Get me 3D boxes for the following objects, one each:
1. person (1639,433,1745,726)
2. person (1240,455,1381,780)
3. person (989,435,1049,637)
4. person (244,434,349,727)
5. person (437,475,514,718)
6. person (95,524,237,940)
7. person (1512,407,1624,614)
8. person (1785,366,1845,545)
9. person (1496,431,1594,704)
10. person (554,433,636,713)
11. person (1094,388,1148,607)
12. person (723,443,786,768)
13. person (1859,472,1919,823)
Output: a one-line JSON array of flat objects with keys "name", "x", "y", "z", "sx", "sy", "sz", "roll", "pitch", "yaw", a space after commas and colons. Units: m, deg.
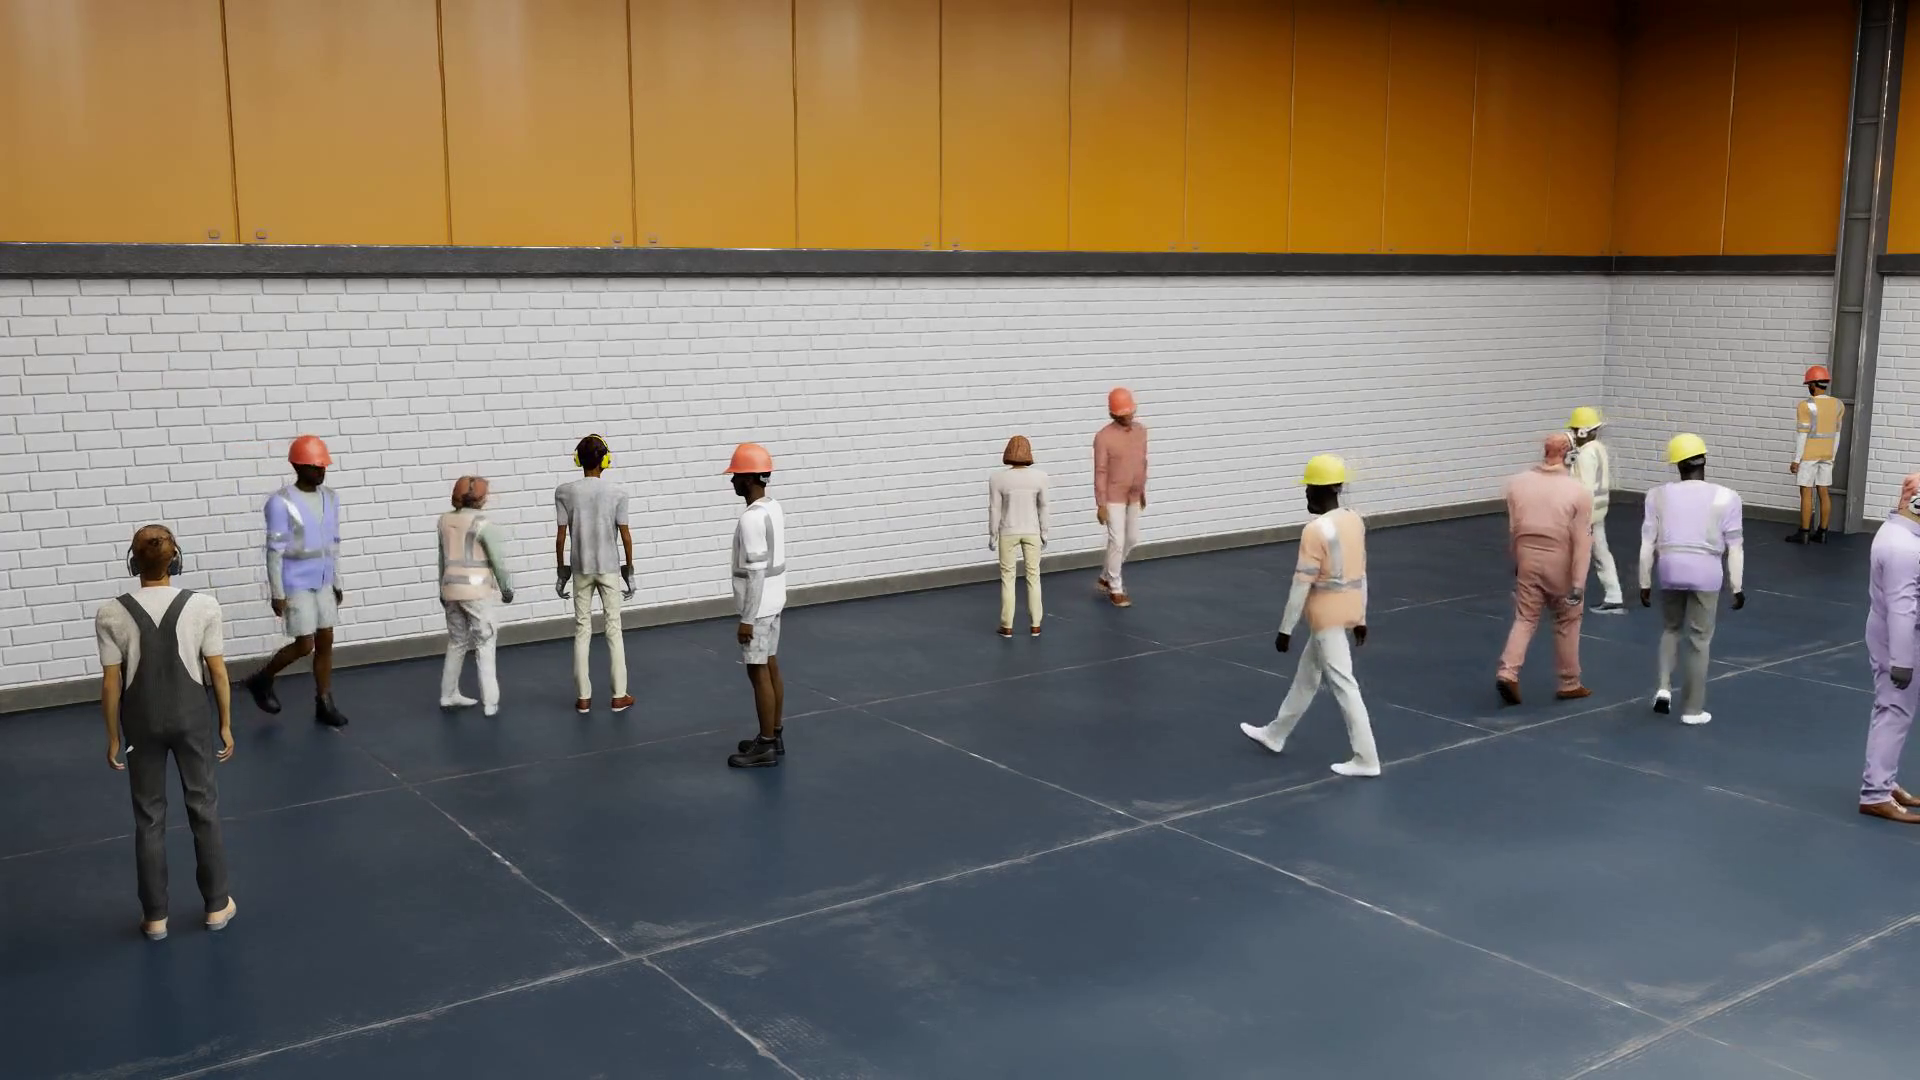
[{"name": "person", "x": 4.770, "y": 0.259, "z": 10.819, "sx": 0.631, "sy": 1.902, "sz": 0.424, "roll": 8, "pitch": 12, "yaw": 39}, {"name": "person", "x": 2.093, "y": 0.436, "z": 9.788, "sx": 0.974, "sy": 1.871, "sz": 0.613, "roll": 7, "pitch": 12, "yaw": 37}, {"name": "person", "x": 0.473, "y": -0.027, "z": 13.406, "sx": 0.497, "sy": 1.633, "sz": 0.283, "roll": -1, "pitch": 9, "yaw": -8}, {"name": "person", "x": -4.256, "y": 0.264, "z": 10.731, "sx": 0.647, "sy": 1.921, "sz": 0.564, "roll": 4, "pitch": 10, "yaw": 24}, {"name": "person", "x": -3.253, "y": 0.363, "z": 11.022, "sx": 0.546, "sy": 1.617, "sz": 0.384, "roll": 6, "pitch": 11, "yaw": 33}, {"name": "person", "x": -3.506, "y": 0.845, "z": 7.373, "sx": 0.515, "sy": 1.843, "sz": 0.327, "roll": -4, "pitch": 10, "yaw": -24}, {"name": "person", "x": 5.325, "y": -0.253, "z": 14.344, "sx": 0.943, "sy": 1.778, "sz": 0.619, "roll": 6, "pitch": 11, "yaw": 32}, {"name": "person", "x": 9.205, "y": -0.911, "z": 17.937, "sx": 0.543, "sy": 1.933, "sz": 0.363, "roll": -2, "pitch": 10, "yaw": -15}, {"name": "person", "x": 4.001, "y": 0.191, "z": 11.286, "sx": 0.810, "sy": 1.880, "sz": 0.652, "roll": -8, "pitch": 12, "yaw": -41}, {"name": "person", "x": -2.439, "y": 0.224, "z": 11.130, "sx": 0.537, "sy": 1.869, "sz": 0.312, "roll": -1, "pitch": 9, "yaw": -5}, {"name": "person", "x": 1.364, "y": -0.385, "z": 14.675, "sx": 0.682, "sy": 1.944, "sz": 0.703, "roll": -8, "pitch": 12, "yaw": -40}, {"name": "person", "x": -1.225, "y": 0.387, "z": 9.914, "sx": 0.356, "sy": 1.937, "sz": 0.552, "roll": 1, "pitch": 9, "yaw": 7}, {"name": "person", "x": 5.085, "y": 0.567, "z": 8.948, "sx": 0.400, "sy": 1.894, "sz": 0.659, "roll": 5, "pitch": 10, "yaw": 28}]
